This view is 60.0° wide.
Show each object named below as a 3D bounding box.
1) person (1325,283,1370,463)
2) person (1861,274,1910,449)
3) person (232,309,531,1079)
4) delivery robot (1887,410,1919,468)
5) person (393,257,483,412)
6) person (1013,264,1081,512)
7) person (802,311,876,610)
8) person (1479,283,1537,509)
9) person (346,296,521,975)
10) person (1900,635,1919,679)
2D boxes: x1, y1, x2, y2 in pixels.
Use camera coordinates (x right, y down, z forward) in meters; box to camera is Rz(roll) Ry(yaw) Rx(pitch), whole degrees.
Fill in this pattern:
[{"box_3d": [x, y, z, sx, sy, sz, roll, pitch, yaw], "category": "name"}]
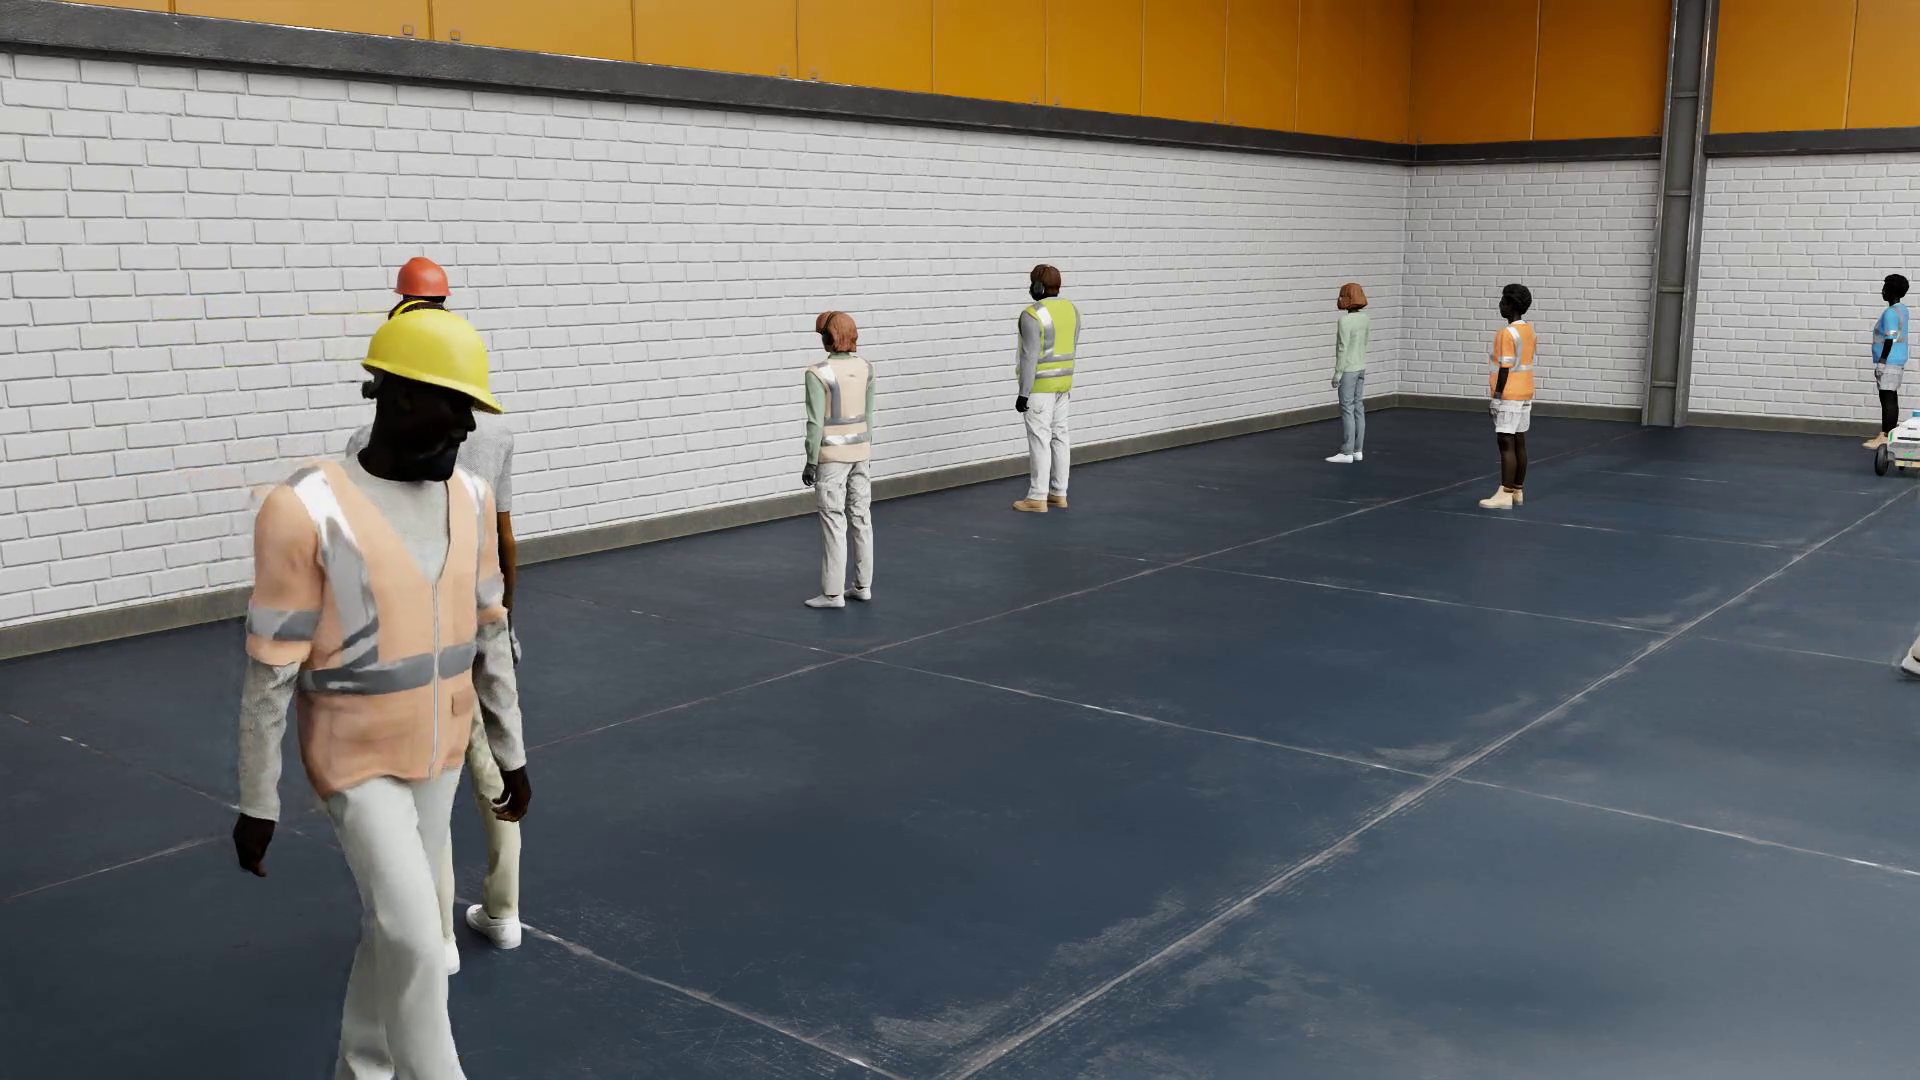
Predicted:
[{"box_3d": [3.554, -1.521, 15.190, 0.282, 1.633, 0.500, 8, 13, 38], "category": "person"}, {"box_3d": [9.000, -1.721, 16.122, 0.318, 1.697, 0.535, 8, 13, 38], "category": "person"}, {"box_3d": [-1.102, 0.472, 3.470, 0.871, 1.873, 0.635, 6, 12, 30], "category": "person"}, {"box_3d": [8.246, -0.875, 14.335, 0.477, 0.478, 0.707, 8, 13, 38], "category": "delivery robot"}, {"box_3d": [-2.530, -0.376, 7.990, 0.350, 1.942, 0.545, 8, 13, 38], "category": "person"}, {"box_3d": [0.625, -1.131, 12.448, 0.429, 1.846, 0.626, 8, 13, 38], "category": "person"}, {"box_3d": [-0.659, -0.435, 9.153, 0.308, 1.641, 0.514, 8, 13, 38], "category": "person"}, {"box_3d": [4.160, -1.084, 12.581, 0.318, 1.700, 0.535, 8, 13, 38], "category": "person"}, {"box_3d": [-1.451, 0.275, 4.609, 0.328, 1.861, 0.513, 8, 13, 38], "category": "person"}, {"box_3d": [4.714, -0.102, 7.432, 0.832, 1.595, 0.524, 5, 11, 26], "category": "person"}]
